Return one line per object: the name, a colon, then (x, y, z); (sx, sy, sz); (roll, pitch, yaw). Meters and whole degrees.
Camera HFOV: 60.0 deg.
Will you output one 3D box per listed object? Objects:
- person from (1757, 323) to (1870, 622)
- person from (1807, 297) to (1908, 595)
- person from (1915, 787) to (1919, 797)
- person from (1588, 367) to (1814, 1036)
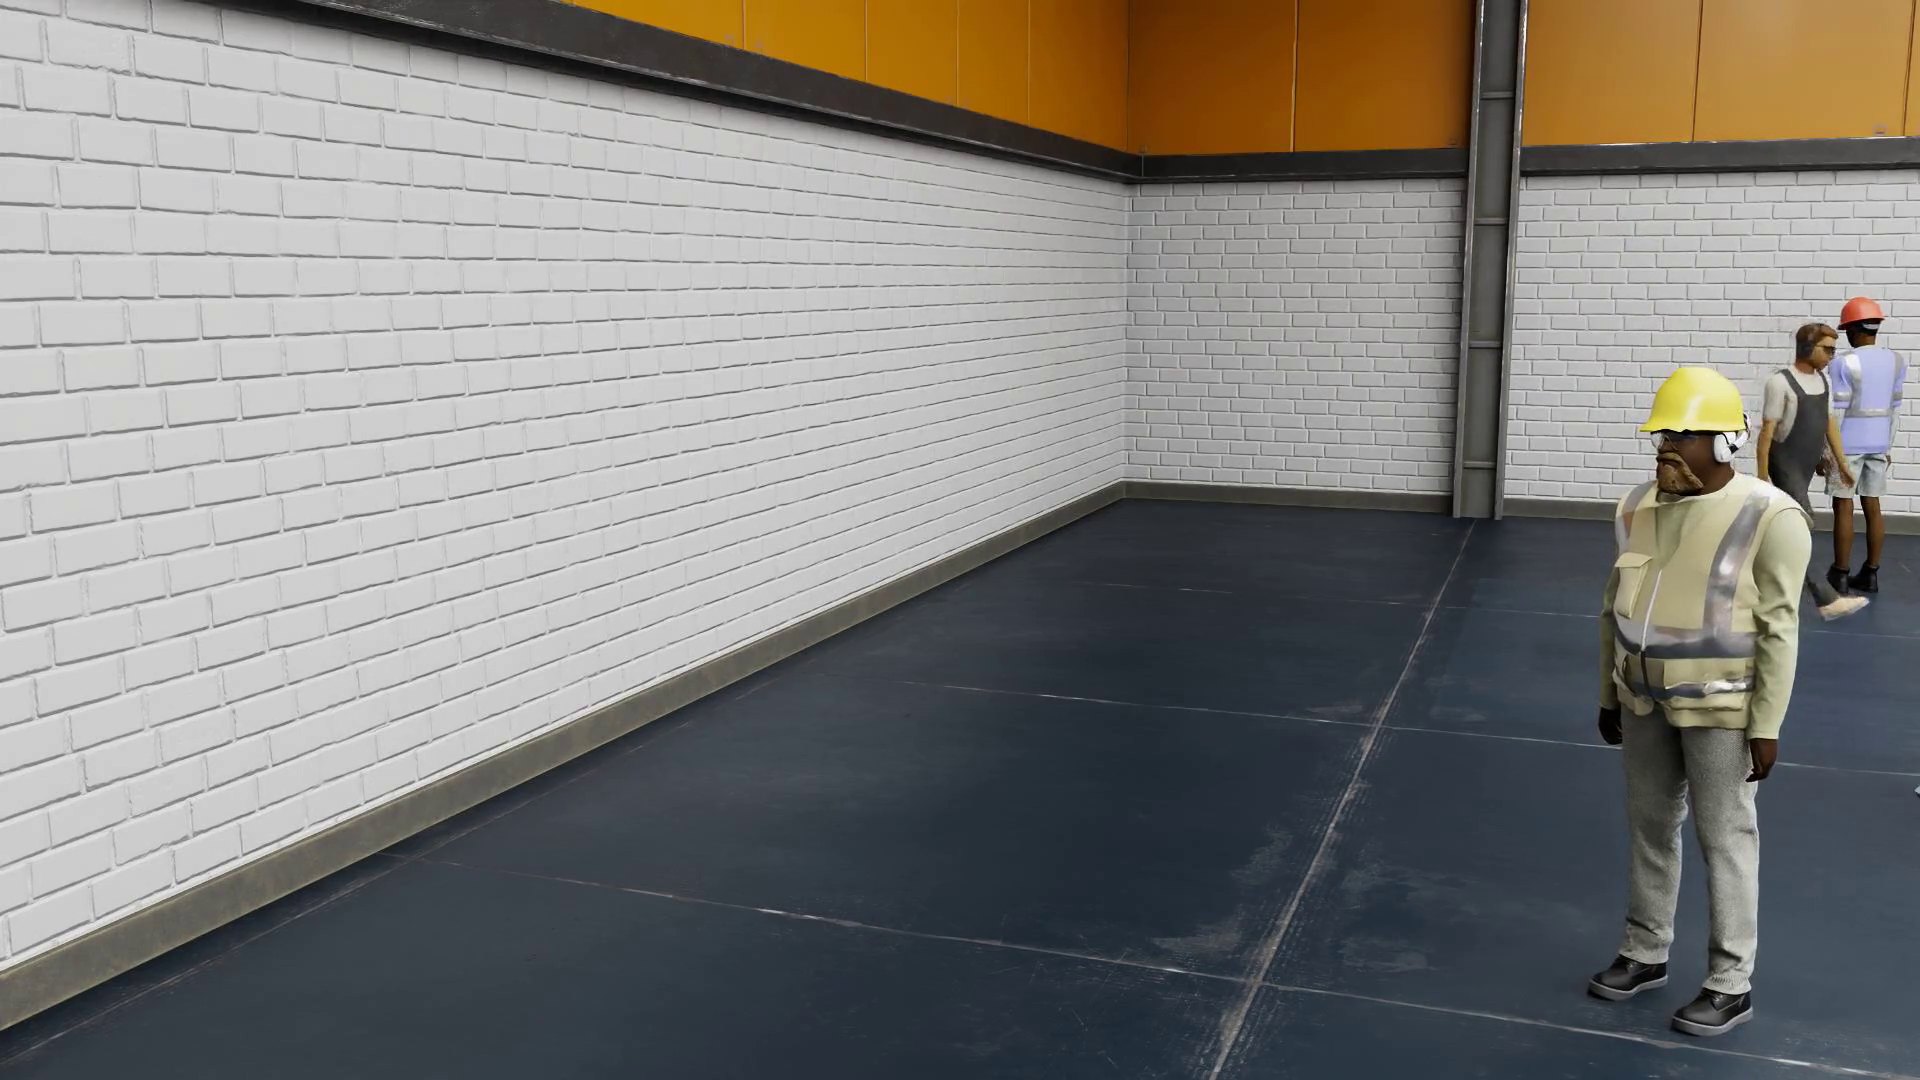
person: (5.146, -0.420, 10.119); (0.495, 1.779, 0.964); (-6, 11, -32)
person: (5.815, -0.605, 10.811); (0.542, 1.929, 0.368); (-2, 9, -13)
person: (4.028, 0.273, 6.264); (0.527, 1.613, 0.706); (-5, 10, -29)
person: (2.015, 0.436, 4.616); (0.403, 1.827, 0.595); (-5, 10, -28)
